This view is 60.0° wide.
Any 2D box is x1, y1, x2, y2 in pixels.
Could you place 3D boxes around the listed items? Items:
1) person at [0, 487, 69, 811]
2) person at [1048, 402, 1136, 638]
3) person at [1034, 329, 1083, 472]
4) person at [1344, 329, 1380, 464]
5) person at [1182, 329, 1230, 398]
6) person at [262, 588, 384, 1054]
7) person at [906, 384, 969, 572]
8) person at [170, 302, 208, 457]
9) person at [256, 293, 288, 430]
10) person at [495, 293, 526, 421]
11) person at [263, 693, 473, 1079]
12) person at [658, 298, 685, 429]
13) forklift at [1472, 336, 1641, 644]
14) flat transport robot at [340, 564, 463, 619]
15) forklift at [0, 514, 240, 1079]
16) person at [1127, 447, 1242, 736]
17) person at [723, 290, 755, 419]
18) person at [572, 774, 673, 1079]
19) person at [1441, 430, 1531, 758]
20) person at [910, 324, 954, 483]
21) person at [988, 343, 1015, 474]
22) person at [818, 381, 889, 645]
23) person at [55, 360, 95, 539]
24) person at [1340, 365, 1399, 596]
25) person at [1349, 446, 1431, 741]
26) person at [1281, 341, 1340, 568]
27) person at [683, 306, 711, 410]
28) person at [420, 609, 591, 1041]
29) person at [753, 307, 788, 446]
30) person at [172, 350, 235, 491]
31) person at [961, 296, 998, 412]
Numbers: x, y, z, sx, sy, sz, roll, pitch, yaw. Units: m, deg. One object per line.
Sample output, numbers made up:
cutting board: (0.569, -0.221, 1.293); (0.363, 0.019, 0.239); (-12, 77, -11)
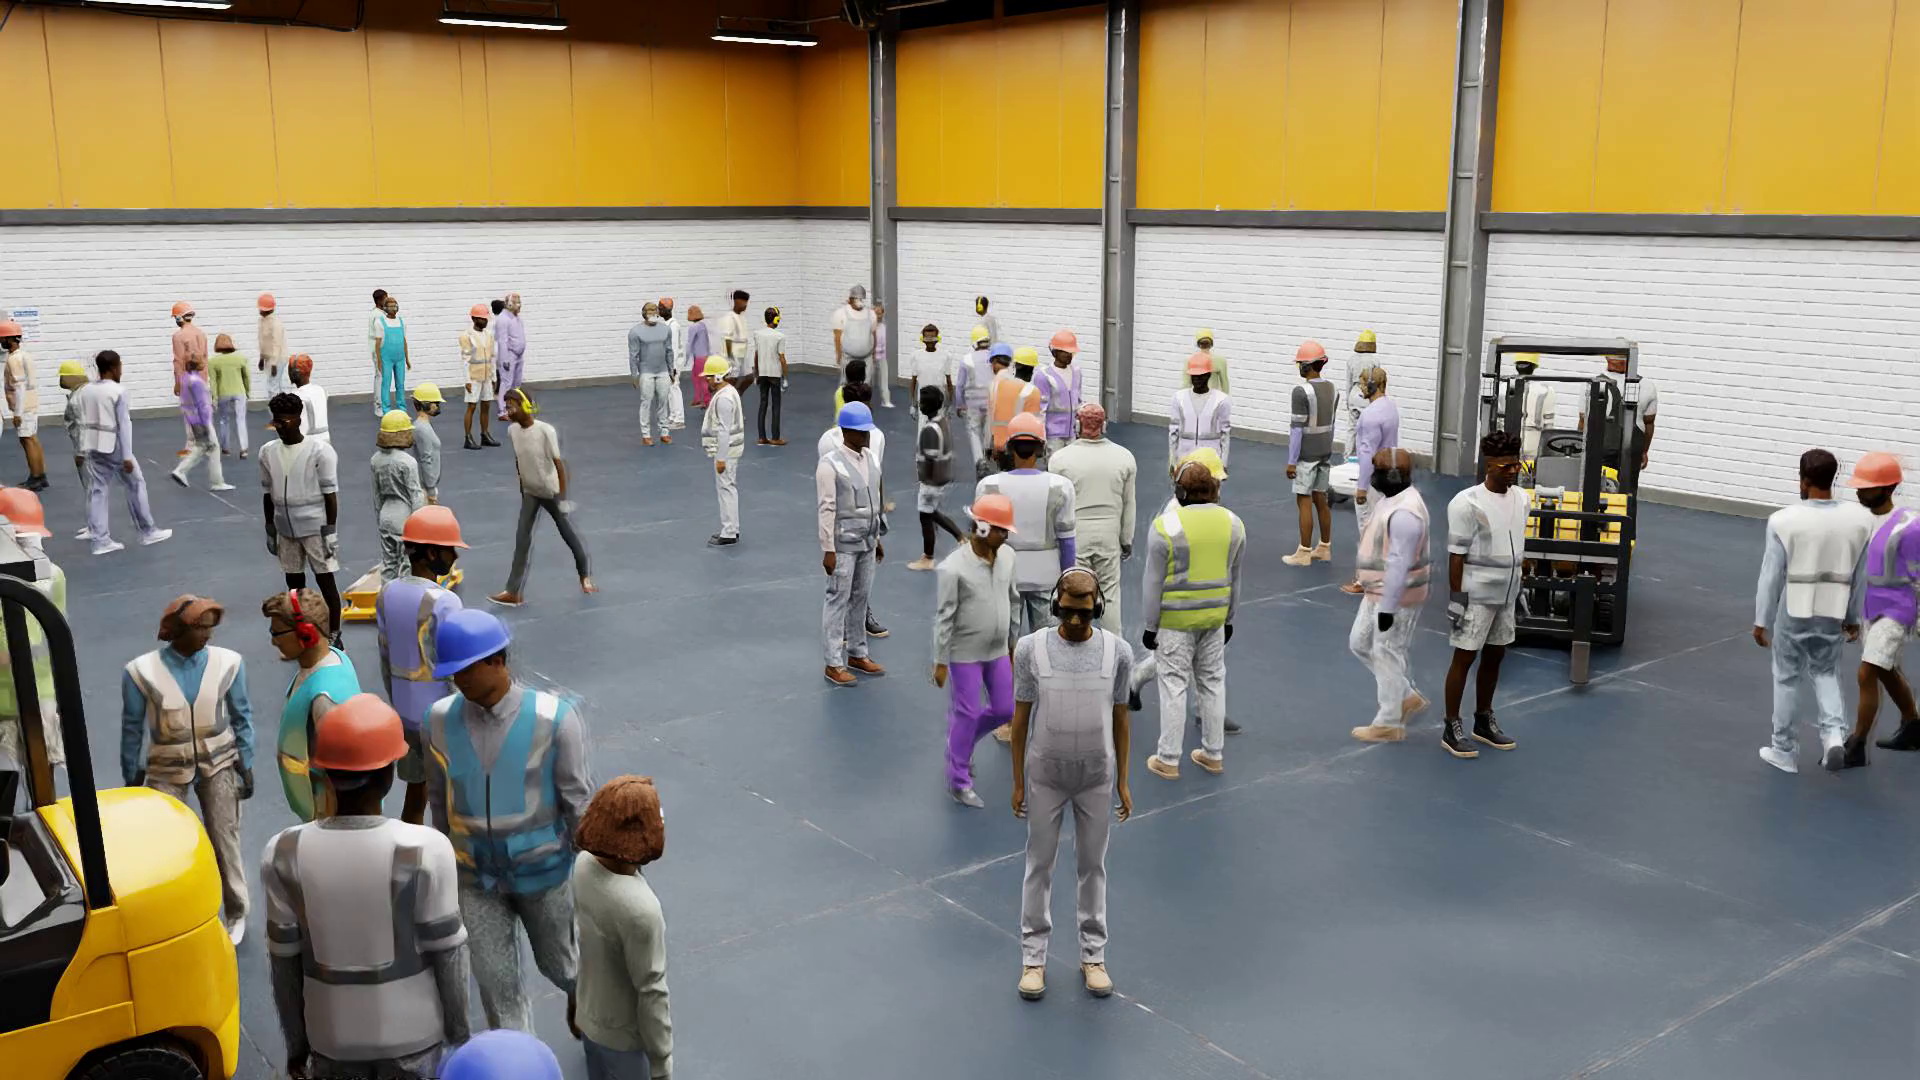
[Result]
person: (-4.494, 0.735, 7.808); (0.799, 2.001, 0.630); (9, 15, 39)
person: (0.898, -0.013, 11.623); (0.653, 1.906, 0.405); (-3, 12, -13)
person: (1.006, -1.061, 16.391); (0.613, 2.033, 0.411); (-11, 16, -42)
person: (4.850, -1.657, 19.990); (0.321, 1.737, 0.487); (-9, 14, -36)
person: (2.965, -1.666, 20.002); (0.554, 1.734, 0.729); (4, 12, 18)
person: (-2.461, 1.079, 6.517); (0.389, 1.838, 0.563); (-5, 13, -23)
person: (-0.186, -0.537, 14.677); (0.525, 1.682, 0.544); (3, 12, 15)
person: (-9.874, -2.059, 21.341); (0.411, 1.980, 0.626); (2, 12, 9)
person: (-9.810, -2.554, 23.782); (0.450, 1.951, 0.676); (-9, 14, -36)
person: (-6.648, -2.718, 24.743); (0.406, 1.895, 0.662); (2, 12, 11)
person: (-1.670, 1.395, 4.771); (0.557, 1.936, 0.438); (0, 12, 0)
person: (-4.149, -2.530, 23.861); (0.344, 1.876, 0.578); (-5, 13, -22)
forklift: (4.683, -0.471, 13.136); (1.214, 2.155, 2.313); (4, 12, 20)
flat transport robot: (-4.572, 0.391, 13.642); (0.652, 0.197, 1.431); (-1, 12, -4)
forklift: (-3.687, 1.115, 5.480); (2.313, 2.155, 1.214); (-9, 15, -36)
person: (1.397, 0.303, 10.346); (0.751, 1.805, 0.598); (9, 15, 37)
person: (-3.310, -2.753, 24.786); (0.434, 1.936, 0.683); (3, 12, 16)
person: (-1.005, 1.491, 5.044); (0.290, 1.627, 0.504); (-8, 14, -35)
person: (3.150, 0.311, 9.912); (0.614, 1.963, 0.362); (-6, 13, -28)
person: (-0.327, -1.583, 19.326); (0.511, 1.862, 0.324); (0, 12, 1)
person: (0.472, -0.952, 16.214); (0.479, 1.901, 0.715); (4, 12, 17)
person: (-0.779, -0.211, 12.437); (0.367, 1.966, 0.605); (11, 16, 42)
person: (-8.562, -0.880, 16.206); (0.311, 1.744, 0.486); (-4, 12, -19)
person: (3.453, -0.492, 13.895); (0.382, 1.930, 0.636); (6, 13, 28)
person: (2.613, 0.336, 10.120); (0.447, 1.826, 0.647); (1, 12, 6)
person: (3.148, -0.775, 15.012); (0.607, 2.035, 0.414); (-11, 16, -42)
person: (-4.141, -2.840, 25.968); (0.592, 1.614, 0.507); (3, 12, 14)
person: (-1.601, 1.145, 6.052); (0.615, 1.915, 0.795); (0, 12, 2)
person: (-2.520, -2.177, 22.208); (0.524, 1.857, 0.341); (6, 13, 26)
person: (-8.543, -1.330, 18.686); (0.561, 1.612, 0.540); (-9, 14, -36)
person: (0.450, -2.799, 25.352); (0.989, 1.800, 0.545); (7, 14, 30)
